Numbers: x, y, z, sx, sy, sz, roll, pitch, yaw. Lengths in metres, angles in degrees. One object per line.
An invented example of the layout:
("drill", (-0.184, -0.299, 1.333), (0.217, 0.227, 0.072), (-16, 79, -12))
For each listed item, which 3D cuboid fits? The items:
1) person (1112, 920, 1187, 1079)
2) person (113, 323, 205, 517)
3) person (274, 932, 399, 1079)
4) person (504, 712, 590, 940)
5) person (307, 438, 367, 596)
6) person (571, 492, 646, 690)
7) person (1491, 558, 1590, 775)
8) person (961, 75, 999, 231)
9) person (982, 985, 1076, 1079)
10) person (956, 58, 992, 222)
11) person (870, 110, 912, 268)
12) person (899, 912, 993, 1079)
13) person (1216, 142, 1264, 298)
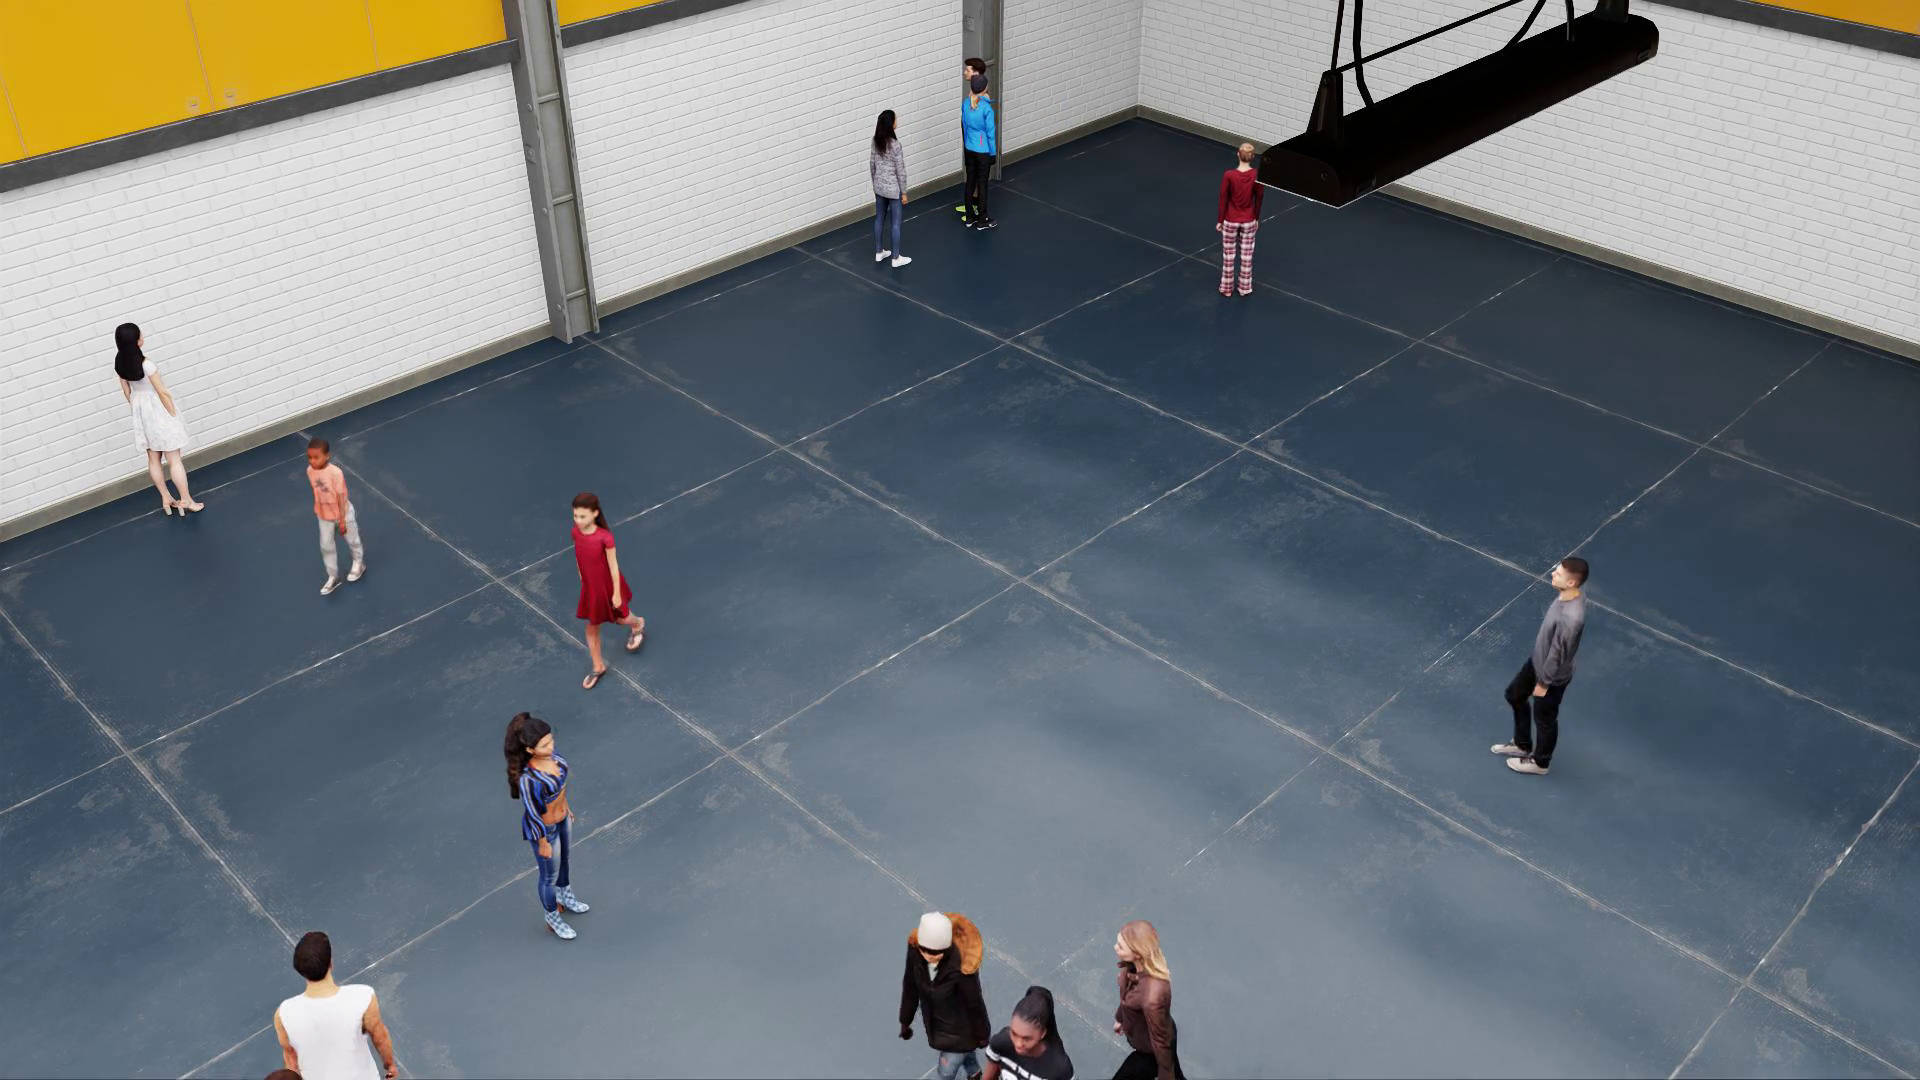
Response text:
("person", (1.065, 2.610, 8.552), (1.153, 1.644, 1.112), (0, 34, 1))
("person", (-6.711, -1.000, 13.865), (0.762, 1.775, 0.790), (9, 35, 14))
("person", (-3.070, 2.753, 8.229), (0.782, 1.763, 0.866), (-8, 34, -11))
("person", (-2.457, 1.701, 9.944), (0.755, 1.616, 0.661), (6, 34, 9))
("person", (-4.914, -0.254, 13.180), (0.693, 1.290, 0.799), (6, 34, 9))
("person", (-2.574, 0.285, 12.149), (0.808, 1.534, 1.023), (10, 35, 15))
("person", (4.019, 0.865, 11.078), (0.810, 1.755, 0.722), (8, 34, 11))
("person", (0.209, -4.441, 19.021), (0.616, 1.797, 0.517), (27, 42, 35))
("person", (0.388, 2.825, 8.174), (0.760, 1.704, 1.053), (21, 39, 28))
("person", (0.182, -4.636, 19.229), (0.779, 1.892, 0.770), (-7, 34, -11))
("person", (-0.785, -3.863, 18.211), (0.631, 1.732, 0.531), (25, 41, 33))
("person", (-0.006, 2.473, 8.801), (0.671, 1.596, 0.961), (23, 40, 30))
("person", (2.943, -3.379, 17.515), (0.650, 1.697, 0.727), (-2, 34, -3))
